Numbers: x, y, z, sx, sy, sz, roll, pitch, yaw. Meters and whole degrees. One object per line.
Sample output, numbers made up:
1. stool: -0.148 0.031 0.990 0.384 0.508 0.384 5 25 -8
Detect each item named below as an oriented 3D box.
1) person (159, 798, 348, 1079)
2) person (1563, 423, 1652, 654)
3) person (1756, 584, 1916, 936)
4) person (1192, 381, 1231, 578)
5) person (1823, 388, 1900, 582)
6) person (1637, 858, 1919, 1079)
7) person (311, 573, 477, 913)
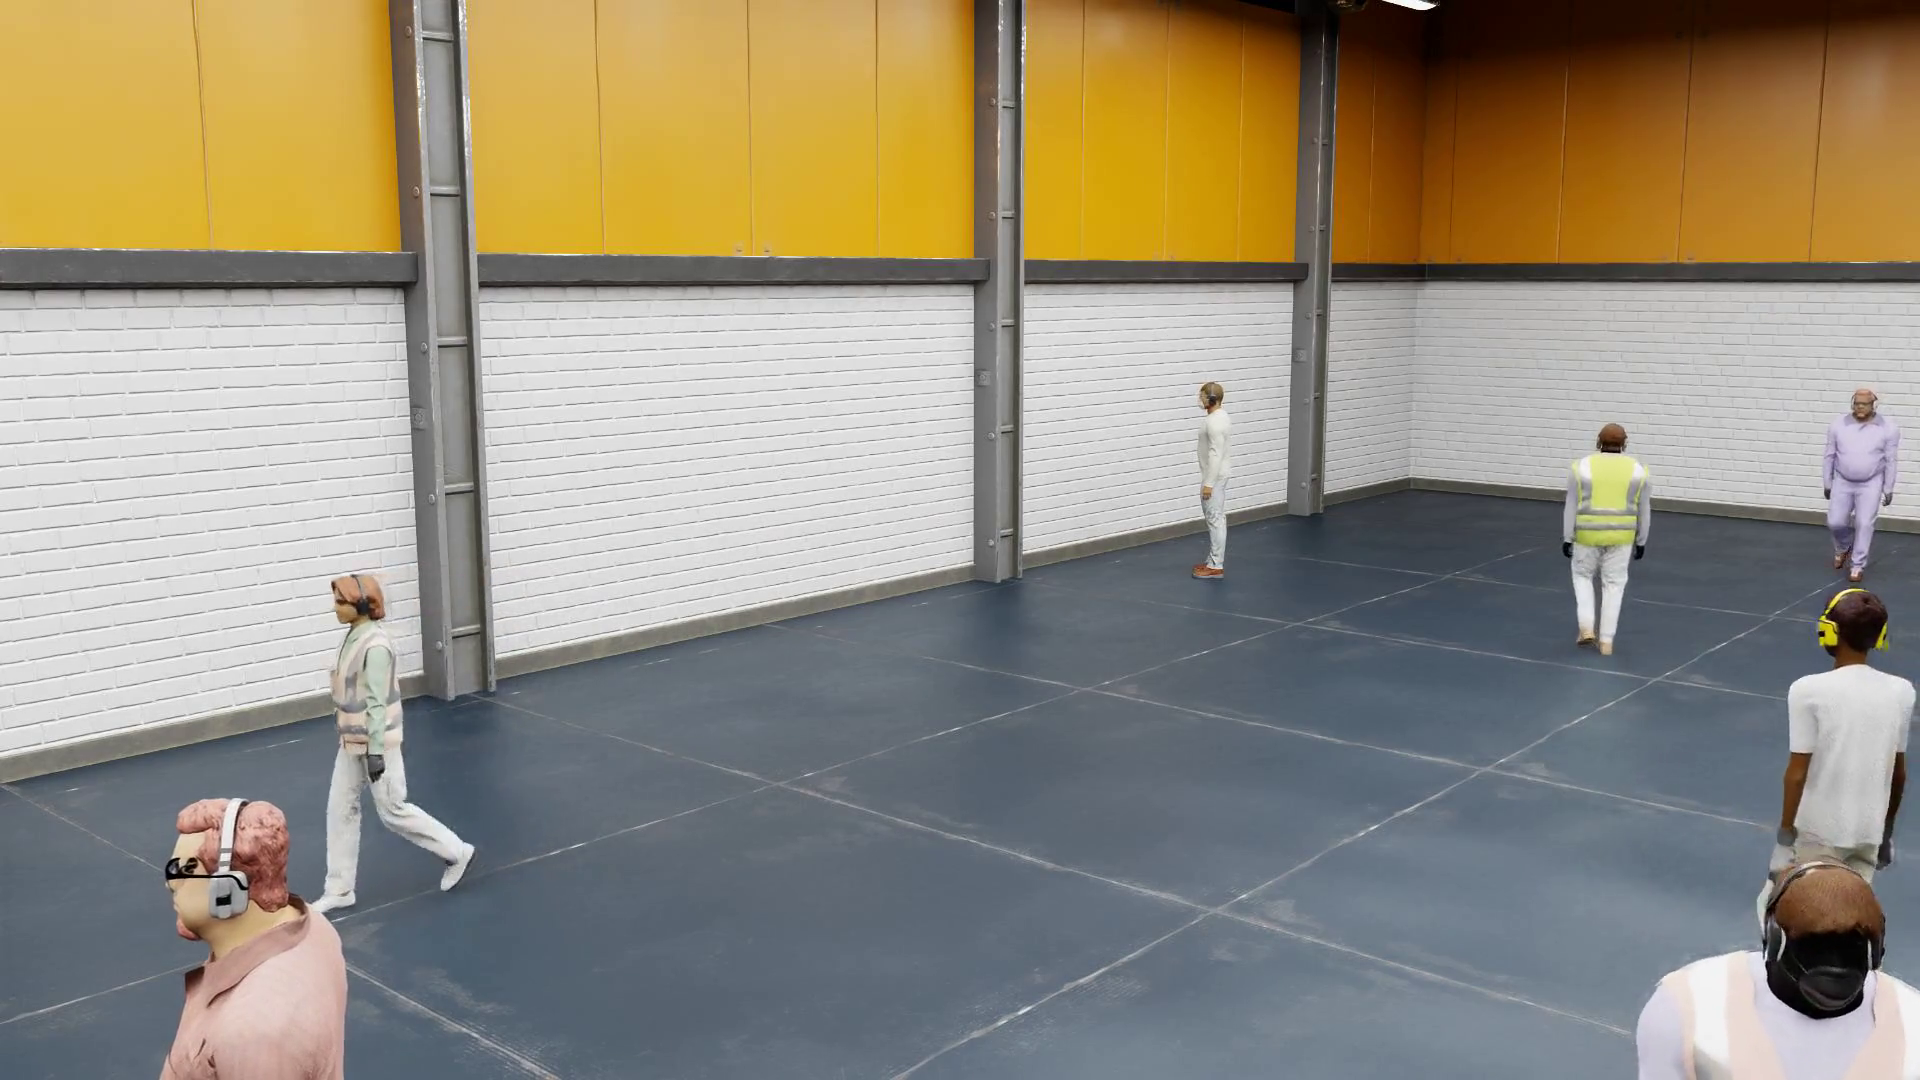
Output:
1. person: -1.496 1.471 3.537 0.406 1.911 0.636 -3 9 -16
2. person: 5.090 -0.013 13.114 0.651 1.823 0.464 2 9 15
3. person: 3.218 1.080 6.170 0.550 1.850 0.508 -1 9 -6
4. person: 2.484 -0.592 16.393 0.372 1.940 0.627 2 9 12
5. person: 8.800 -0.549 16.284 0.653 1.893 0.536 7 11 36
6. person: 1.675 1.549 3.376 0.633 1.806 0.887 3 10 20
7. person: -2.705 0.942 7.807 0.756 1.615 0.521 -7 11 -36
